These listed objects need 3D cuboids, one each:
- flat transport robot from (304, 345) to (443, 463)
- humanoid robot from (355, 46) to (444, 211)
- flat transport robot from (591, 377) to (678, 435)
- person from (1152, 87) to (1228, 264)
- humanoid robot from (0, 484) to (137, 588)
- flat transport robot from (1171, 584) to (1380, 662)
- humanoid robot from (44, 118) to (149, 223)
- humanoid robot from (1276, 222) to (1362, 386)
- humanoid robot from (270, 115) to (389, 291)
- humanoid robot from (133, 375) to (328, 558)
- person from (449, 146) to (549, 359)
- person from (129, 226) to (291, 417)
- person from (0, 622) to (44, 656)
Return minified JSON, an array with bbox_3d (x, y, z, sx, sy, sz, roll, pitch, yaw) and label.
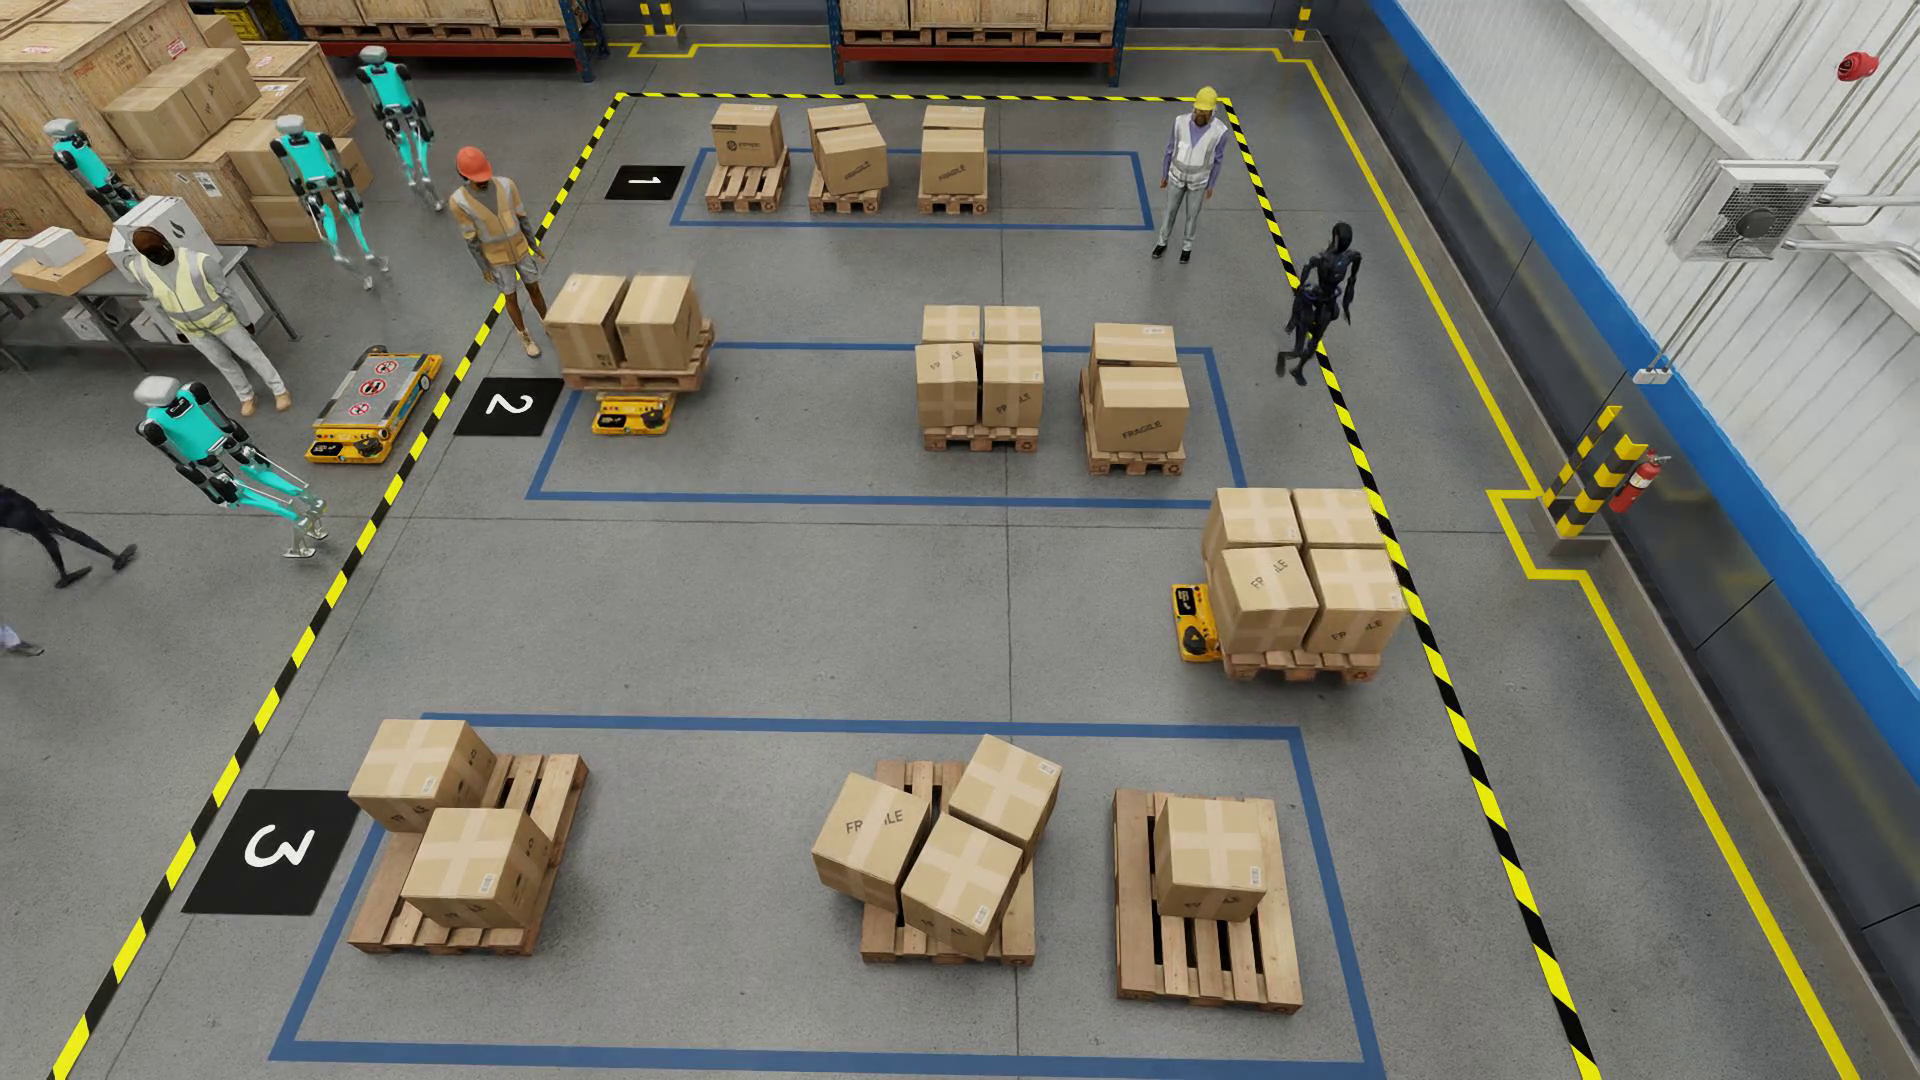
[{"bbox_3d":[-5.383,-1.269,8.441,0.659,0.231,1.431,1,50,1],"label":"flat transport robot"},{"bbox_3d":[-6.136,-4.386,10.150,0.539,1.827,0.748,-6,50,-5],"label":"humanoid robot"},{"bbox_3d":[-2.975,-1.556,8.665,0.652,0.197,1.431,1,50,1],"label":"flat transport robot"},{"bbox_3d":[2.377,-3.763,9.524,0.589,1.837,0.404,18,52,15],"label":"person"},{"bbox_3d":[-6.917,-0.308,6.712,0.596,1.649,0.517,15,51,12],"label":"humanoid robot"},{"bbox_3d":[2.347,0.589,6.850,1.431,0.197,0.652,1,50,1],"label":"flat transport robot"},{"bbox_3d":[-8.226,-3.359,9.237,0.677,1.789,0.532,-13,51,-11],"label":"humanoid robot"},{"bbox_3d":[3.229,-2.098,8.220,0.603,1.650,0.375,-8,50,-7],"label":"humanoid robot"},{"bbox_3d":[-6.257,-3.269,9.176,0.543,1.781,0.895,-18,52,-15],"label":"humanoid robot"},{"bbox_3d":[-5.171,-0.476,6.721,0.735,1.674,0.533,9,50,8],"label":"humanoid robot"},{"bbox_3d":[-4.148,-2.629,8.436,0.381,2.035,0.604,36,58,26],"label":"person"},{"bbox_3d":[-6.476,-1.871,7.930,0.631,1.834,0.429,-12,51,-10],"label":"person"},{"bbox_3d":[-7.262,0.236,6.212,0.828,1.721,0.517,20,52,16],"label":"person"}]
